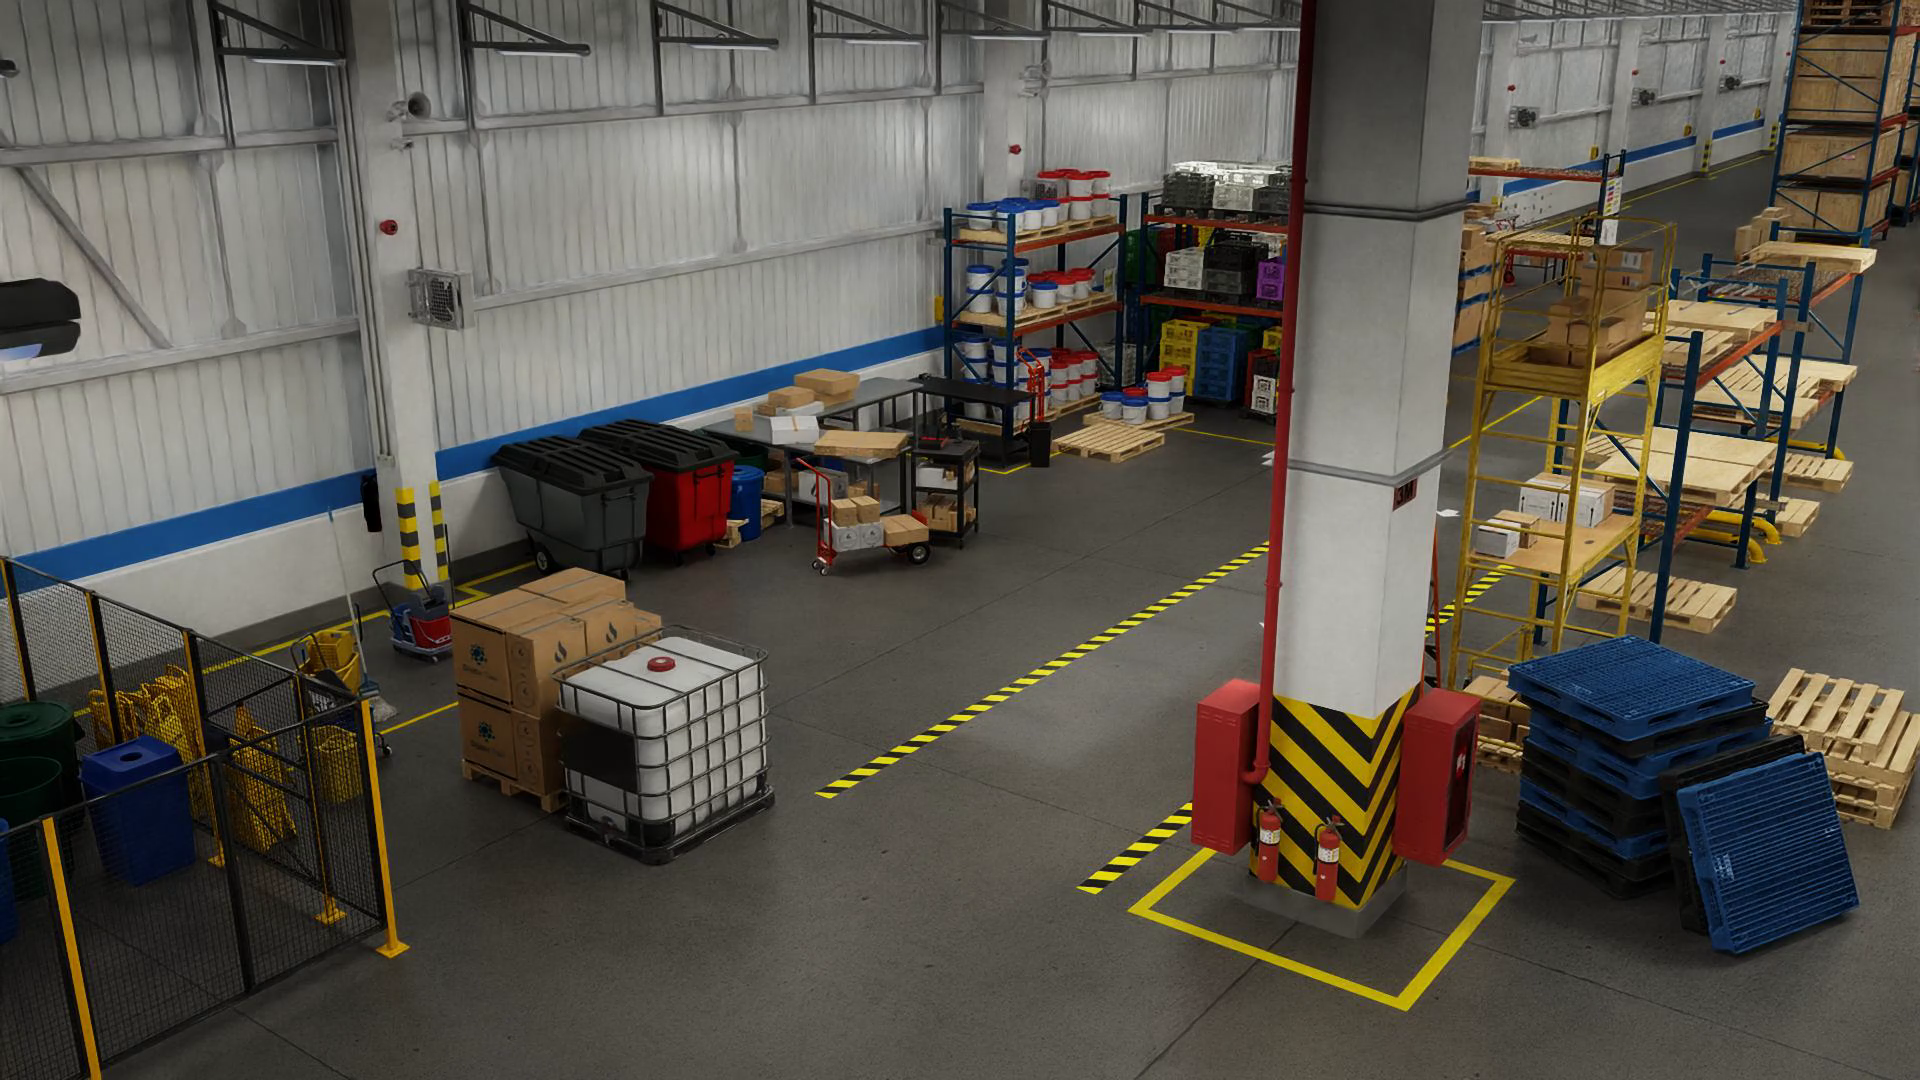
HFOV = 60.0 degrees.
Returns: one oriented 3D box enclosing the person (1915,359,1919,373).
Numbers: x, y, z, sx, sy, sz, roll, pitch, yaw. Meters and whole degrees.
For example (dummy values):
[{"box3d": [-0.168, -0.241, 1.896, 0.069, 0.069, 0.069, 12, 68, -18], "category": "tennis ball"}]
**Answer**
[{"box3d": [15.573, -3.561, 26.020, 1.029, 1.928, 0.625, 0, 18, -1], "category": "person"}]
